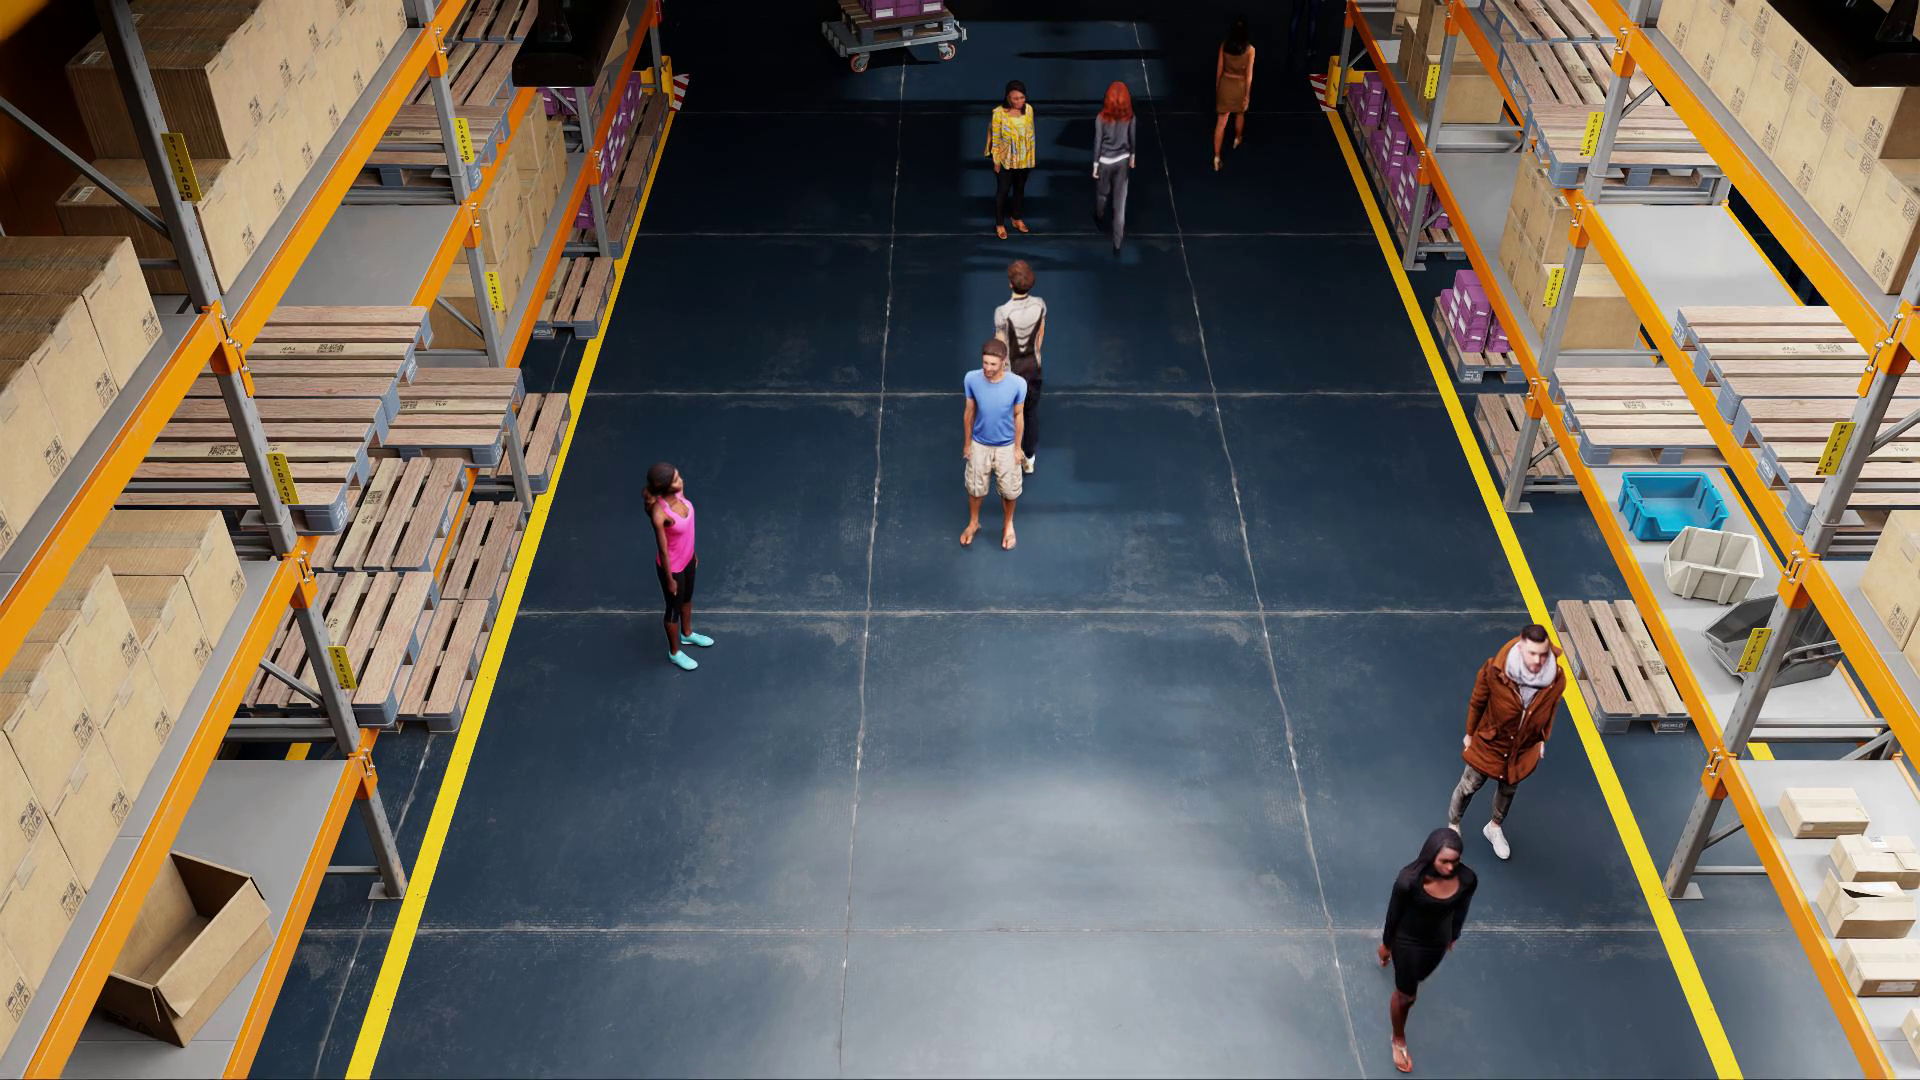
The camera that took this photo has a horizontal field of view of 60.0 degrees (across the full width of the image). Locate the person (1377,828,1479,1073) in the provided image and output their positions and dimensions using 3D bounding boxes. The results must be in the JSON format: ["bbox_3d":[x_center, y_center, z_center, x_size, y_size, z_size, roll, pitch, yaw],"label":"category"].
[{"bbox_3d":[2.537,2.161,9.288,0.676,1.701,1.041,-4,39,-5],"label":"person"}]

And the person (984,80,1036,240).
[{"bbox_3d":[0.532,-3.874,16.880,0.871,1.656,0.921,-21,43,-24],"label":"person"}]

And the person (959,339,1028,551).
[{"bbox_3d":[0.262,-0.760,12.815,0.686,1.863,0.607,6,39,8],"label":"person"}]

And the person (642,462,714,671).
[{"bbox_3d":[-2.014,0.153,11.786,0.694,1.720,0.583,13,40,16],"label":"person"}]

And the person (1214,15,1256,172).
[{"bbox_3d":[2.933,-4.805,18.064,0.874,1.632,1.183,14,41,17],"label":"person"}]

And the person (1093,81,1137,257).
[{"bbox_3d":[1.543,-3.661,16.553,0.681,1.730,1.201,-4,39,-5],"label":"person"}]

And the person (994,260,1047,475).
[{"bbox_3d":[0.526,-1.364,13.562,0.803,1.875,0.951,-12,40,-15],"label":"person"}]

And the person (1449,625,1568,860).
[{"bbox_3d":[3.373,1.247,10.321,0.695,1.840,0.689,1,39,1],"label":"person"}]

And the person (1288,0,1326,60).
[{"bbox_3d":[4.303,-6.826,20.505,0.723,1.745,0.699,16,41,19],"label":"person"}]
